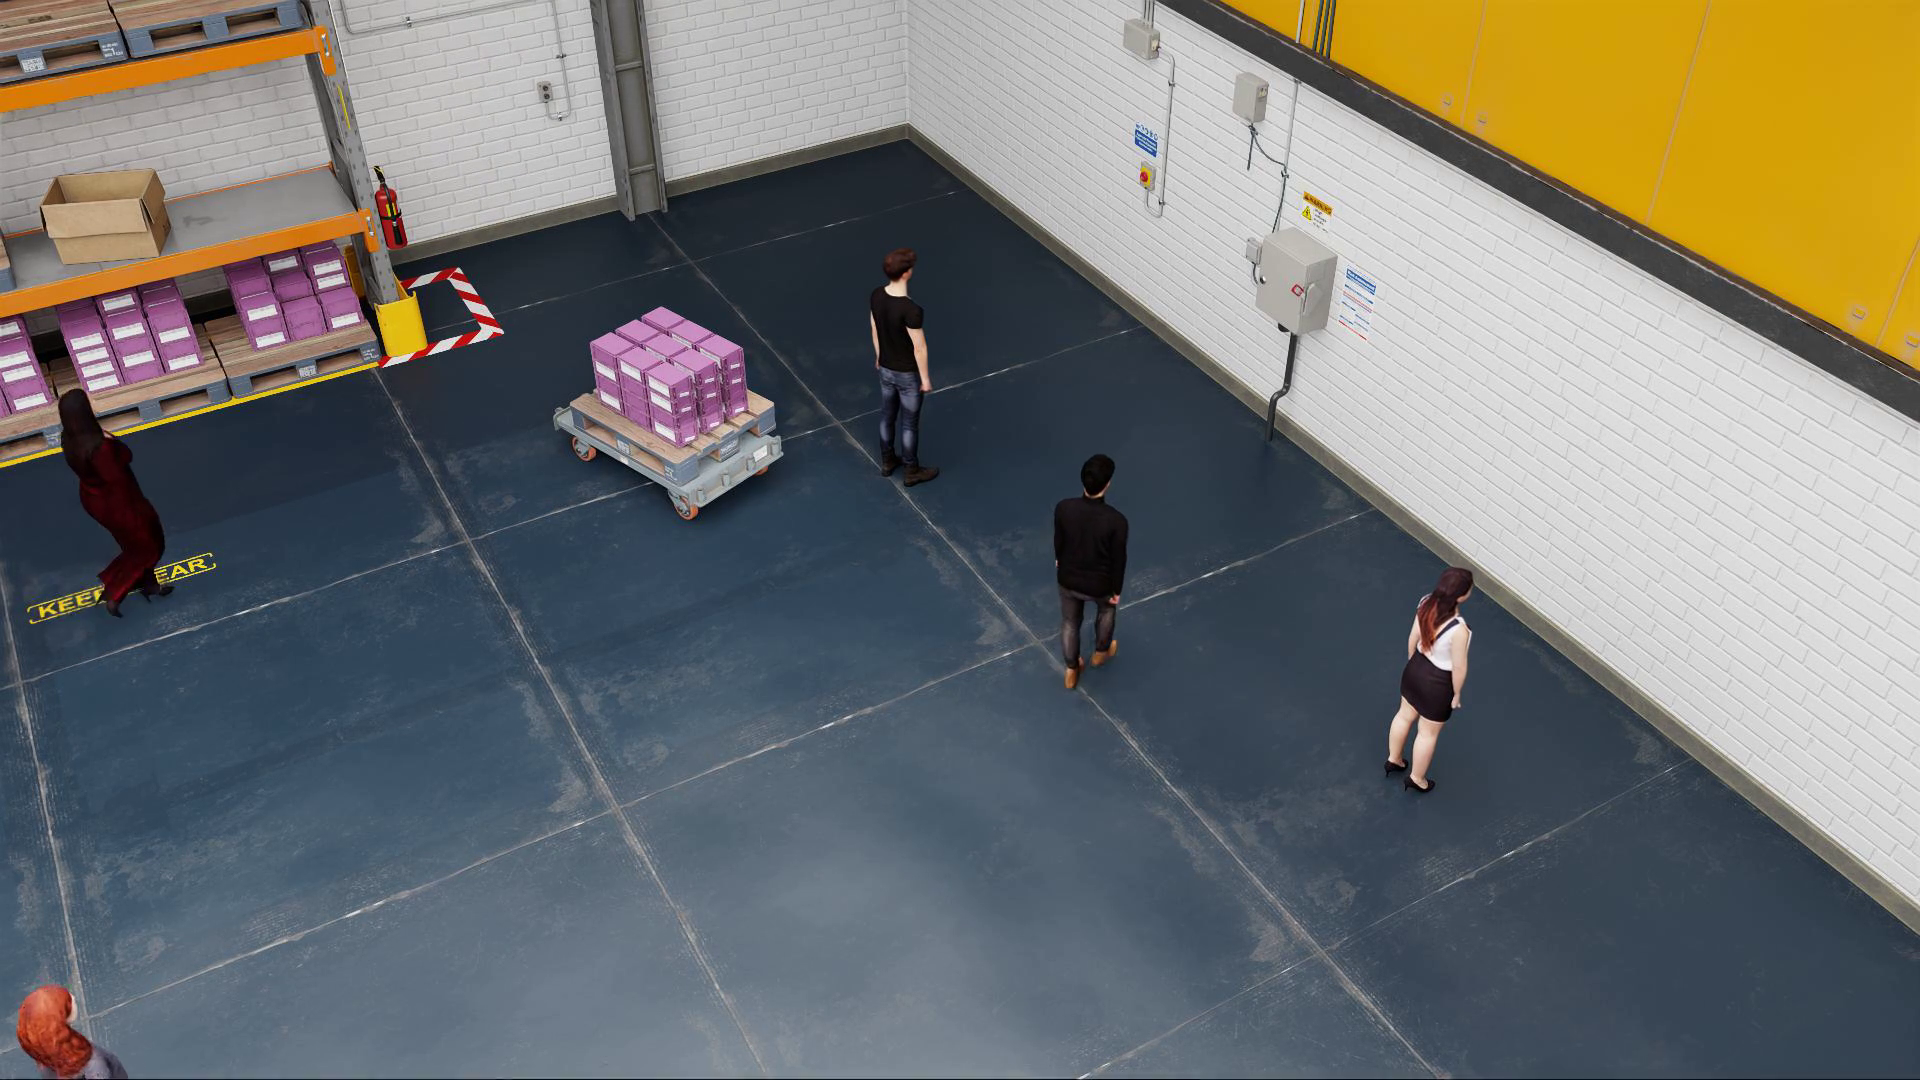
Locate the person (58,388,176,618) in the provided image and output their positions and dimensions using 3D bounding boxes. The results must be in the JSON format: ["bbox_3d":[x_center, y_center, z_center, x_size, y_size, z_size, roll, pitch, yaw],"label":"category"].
[{"bbox_3d":[-5.612,-0.181,10.913,0.807,1.741,0.905,28,46,30],"label":"person"}]

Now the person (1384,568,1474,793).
[{"bbox_3d":[2.755,0.817,9.738,0.499,1.648,0.553,-21,43,-24],"label":"person"}]

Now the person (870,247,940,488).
[{"bbox_3d":[-0.441,-1.252,12.130,0.737,1.896,0.677,31,48,32],"label":"person"}]

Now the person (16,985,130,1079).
[{"bbox_3d":[-3.835,2.646,7.352,0.704,1.768,0.737,15,41,18],"label":"person"}]

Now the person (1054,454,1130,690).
[{"bbox_3d":[0.770,0.250,10.399,0.846,1.709,0.908,11,40,14],"label":"person"}]
